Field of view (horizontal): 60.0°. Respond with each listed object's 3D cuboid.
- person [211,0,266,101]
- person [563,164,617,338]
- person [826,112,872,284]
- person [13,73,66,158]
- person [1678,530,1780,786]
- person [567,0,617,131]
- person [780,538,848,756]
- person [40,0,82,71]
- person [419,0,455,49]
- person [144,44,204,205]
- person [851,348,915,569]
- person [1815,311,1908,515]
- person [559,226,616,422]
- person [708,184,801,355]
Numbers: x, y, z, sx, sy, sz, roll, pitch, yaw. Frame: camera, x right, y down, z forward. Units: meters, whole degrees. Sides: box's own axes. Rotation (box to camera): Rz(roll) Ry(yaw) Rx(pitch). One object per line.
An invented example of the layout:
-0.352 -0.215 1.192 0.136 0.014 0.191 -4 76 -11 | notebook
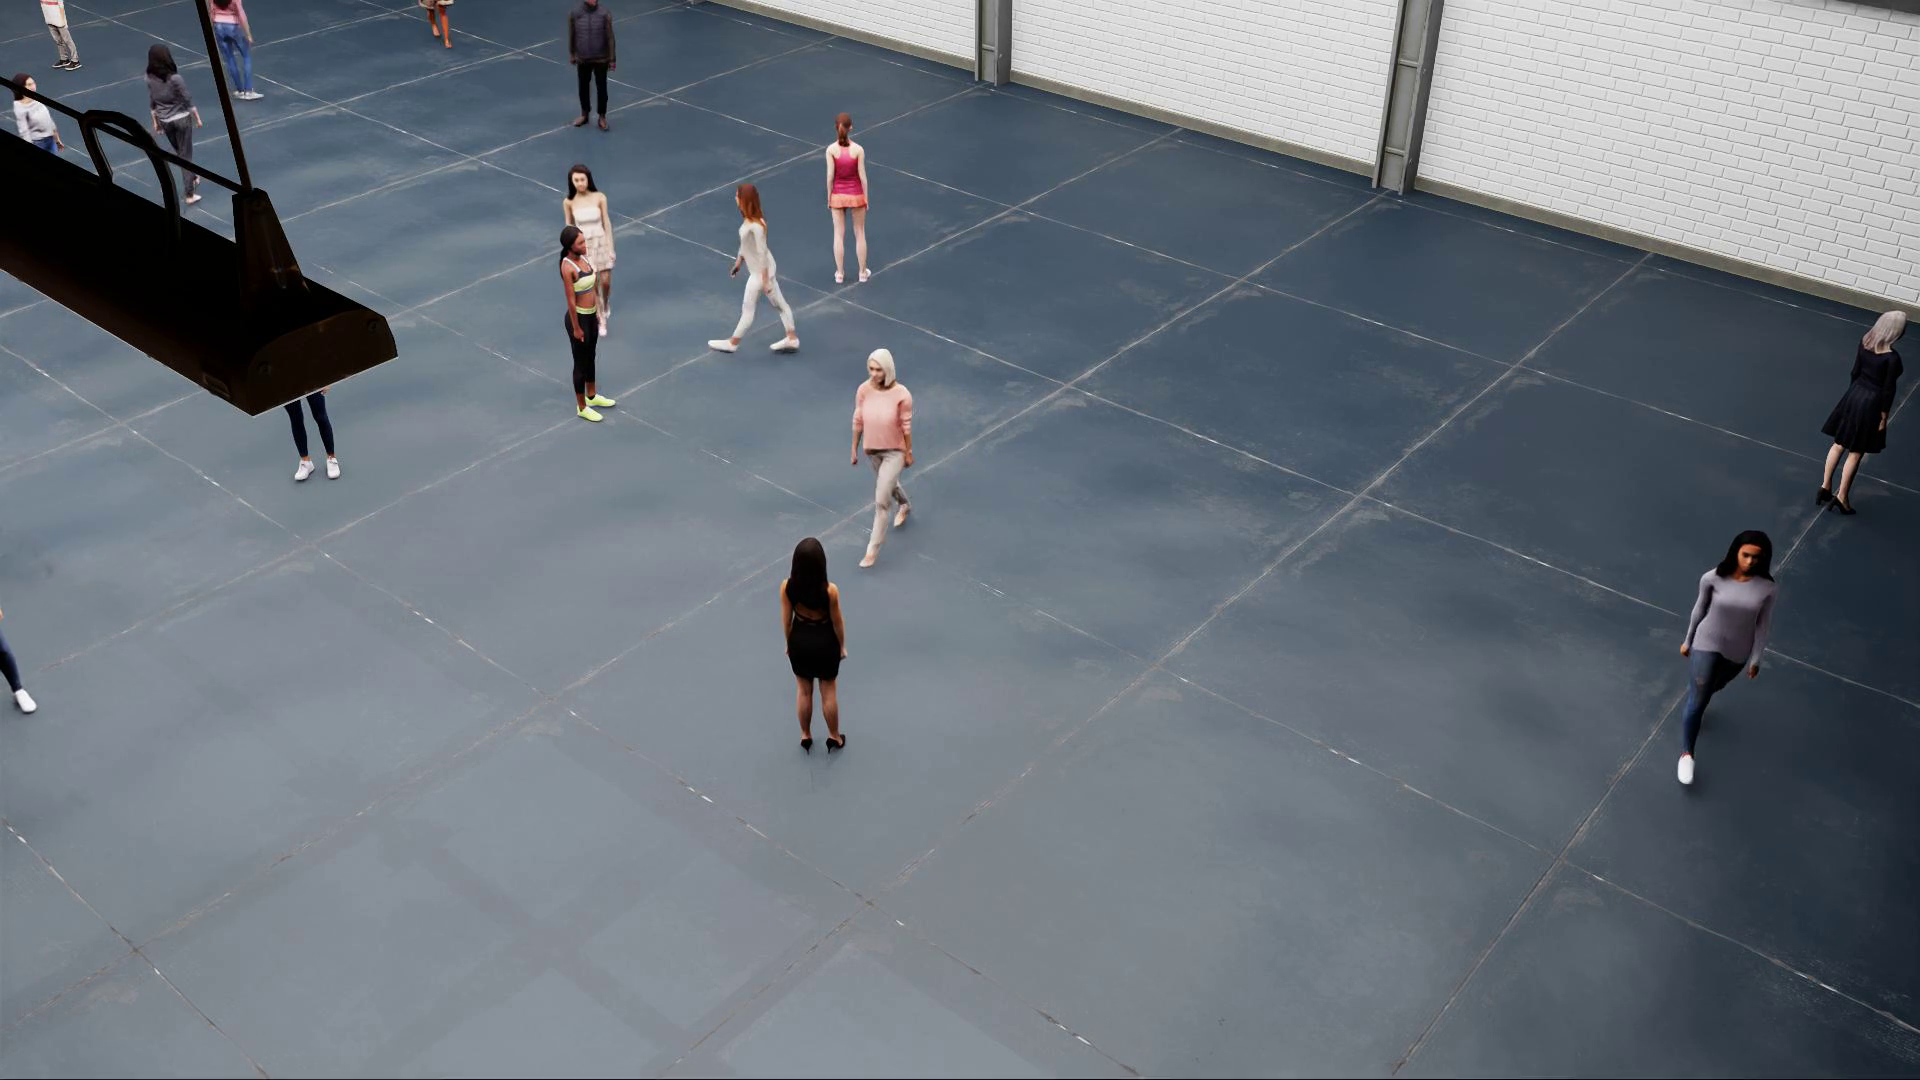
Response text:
-9.462 -6.568 21.497 0.719 1.720 0.805 -7 34 -11 | person
-3.483 -2.769 15.778 0.756 1.725 0.817 -7 34 -10 | person
-1.140 -3.451 16.780 0.637 1.751 0.709 0 34 0 | person
-10.045 -4.296 18.161 0.673 1.630 0.677 6 34 8 | person
4.881 0.651 10.656 1.172 1.699 0.968 11 35 16 | person
-4.545 -5.934 20.472 0.883 1.800 0.951 6 34 8 | person
-0.933 0.696 10.633 0.574 1.650 0.680 4 34 7 | person
-12.323 -7.154 22.633 0.495 1.439 0.621 15 36 21 | person
-7.488 -7.848 23.532 0.949 1.600 1.230 -15 36 -21 | person
-8.762 -4.593 18.513 1.017 1.735 1.037 0 34 0 | person
-0.542 -0.712 12.729 1.166 1.675 0.907 14 36 19 | person
7.132 -1.013 13.117 0.758 1.747 0.672 -9 35 -13 | person
-3.291 -1.899 14.443 0.641 1.755 0.636 8 34 12 | person
-1.749 -2.480 15.399 1.102 1.664 1.062 -4 34 -6 | person
